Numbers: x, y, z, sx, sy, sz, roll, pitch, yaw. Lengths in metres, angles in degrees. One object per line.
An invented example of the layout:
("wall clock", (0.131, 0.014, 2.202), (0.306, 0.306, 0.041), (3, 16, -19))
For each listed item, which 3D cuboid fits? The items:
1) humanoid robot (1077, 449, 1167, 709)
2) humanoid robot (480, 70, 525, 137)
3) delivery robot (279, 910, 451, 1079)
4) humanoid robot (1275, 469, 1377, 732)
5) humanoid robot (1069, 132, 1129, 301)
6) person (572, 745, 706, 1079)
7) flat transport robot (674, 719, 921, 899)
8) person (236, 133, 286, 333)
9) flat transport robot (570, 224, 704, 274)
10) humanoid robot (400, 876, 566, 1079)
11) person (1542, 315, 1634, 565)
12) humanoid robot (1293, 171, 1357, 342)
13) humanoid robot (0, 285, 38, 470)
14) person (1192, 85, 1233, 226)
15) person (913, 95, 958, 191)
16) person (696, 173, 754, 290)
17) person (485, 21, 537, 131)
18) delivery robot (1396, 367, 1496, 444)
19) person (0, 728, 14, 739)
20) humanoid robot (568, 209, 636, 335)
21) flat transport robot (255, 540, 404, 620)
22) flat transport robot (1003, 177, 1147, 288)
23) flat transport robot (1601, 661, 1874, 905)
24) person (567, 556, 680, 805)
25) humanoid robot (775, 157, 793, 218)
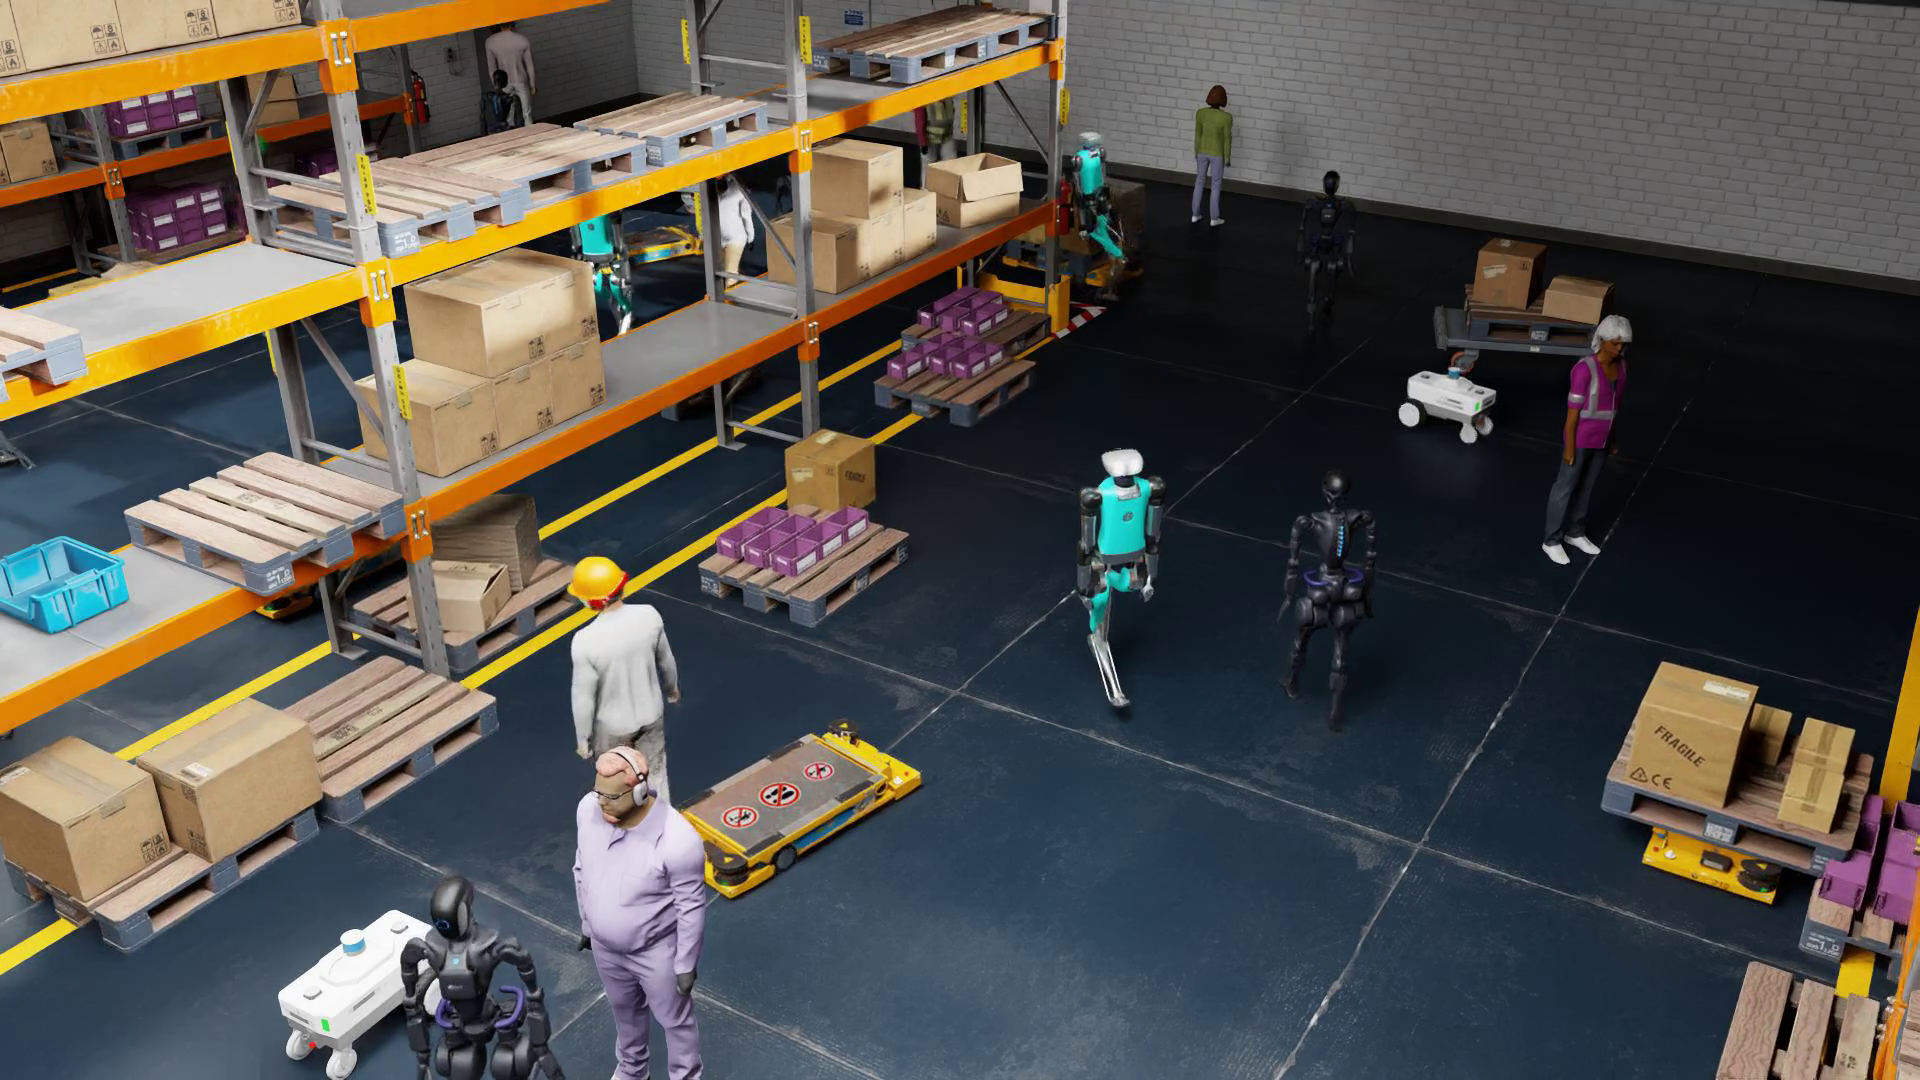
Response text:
("humanoid robot", (0.907, 0.177, 10.236), (0.544, 1.739, 1.033), (-7, 28, -14))
("humanoid robot", (-5.580, -4.888, 20.278), (0.613, 1.639, 0.352), (4, 27, 7))
("delivery robot", (-2.785, 2.081, 7.782), (0.499, 0.595, 0.792), (15, 30, 26))
("humanoid robot", (2.218, 0.308, 10.045), (0.588, 1.637, 0.637), (-3, 27, -7))
("humanoid robot", (1.518, -3.190, 16.924), (0.793, 1.826, 0.532), (20, 33, 34))
("person", (-1.367, 1.698, 7.045), (0.640, 1.908, 0.414), (14, 30, 25))
("flat transport robot", (-0.946, 1.474, 9.292), (0.659, 0.231, 1.431), (23, 35, 38))
("person", (-6.788, -3.068, 16.453), (0.505, 1.889, 1.031), (6, 27, 11))
("flat transport robot", (-3.564, -3.252, 18.606), (1.431, 0.231, 0.659), (-19, 33, -33))
("humanoid robot", (-1.897, 2.028, 6.687), (0.605, 1.638, 0.670), (0, 27, 0))
("person", (4.516, -0.728, 11.888), (0.515, 1.848, 0.344), (-13, 30, -24))
("humanoid robot", (3.565, -2.804, 16.226), (0.589, 1.647, 0.741), (6, 28, 12))
("humanoid robot", (-7.836, -1.343, 13.238), (0.538, 1.819, 0.678), (23, 35, 37))
("person", (2.978, -4.542, 19.649), (0.495, 1.626, 0.284), (20, 33, 33))
("person", (-0.249, -4.802, 19.939), (0.657, 1.823, 0.603), (-21, 34, -36))
("person", (-2.328, -3.068, 16.666), (0.579, 1.699, 0.840), (7, 28, 13))
("person", (-6.038, -6.170, 22.514), (0.629, 1.940, 0.373), (-3, 27, -6))
("delivery robot", (4.186, -1.187, 14.211), (0.775, 0.585, 0.499), (24, 35, 39))
("person", (-5.950, 0.423, 9.723), (0.561, 1.751, 0.340), (-15, 31, -27))
("humanoid robot", (-3.245, -2.527, 15.603), (0.560, 1.812, 0.898), (4, 27, 9))
("flat transport robot", (-4.500, 0.134, 11.933), (0.659, 0.231, 1.431), (18, 32, 31))
("flat transport robot", (1.230, -3.048, 18.205), (1.431, 0.231, 0.659), (20, 33, 34))
("flat transport robot", (4.313, 1.480, 9.281), (0.659, 0.231, 1.431), (16, 31, 28))
("person", (-1.706, 0.897, 8.667), (0.656, 1.862, 0.592), (-19, 33, -33))
("humanoid robot", (-1.555, -3.187, 16.924), (0.608, 1.637, 0.487), (4, 27, 7))
